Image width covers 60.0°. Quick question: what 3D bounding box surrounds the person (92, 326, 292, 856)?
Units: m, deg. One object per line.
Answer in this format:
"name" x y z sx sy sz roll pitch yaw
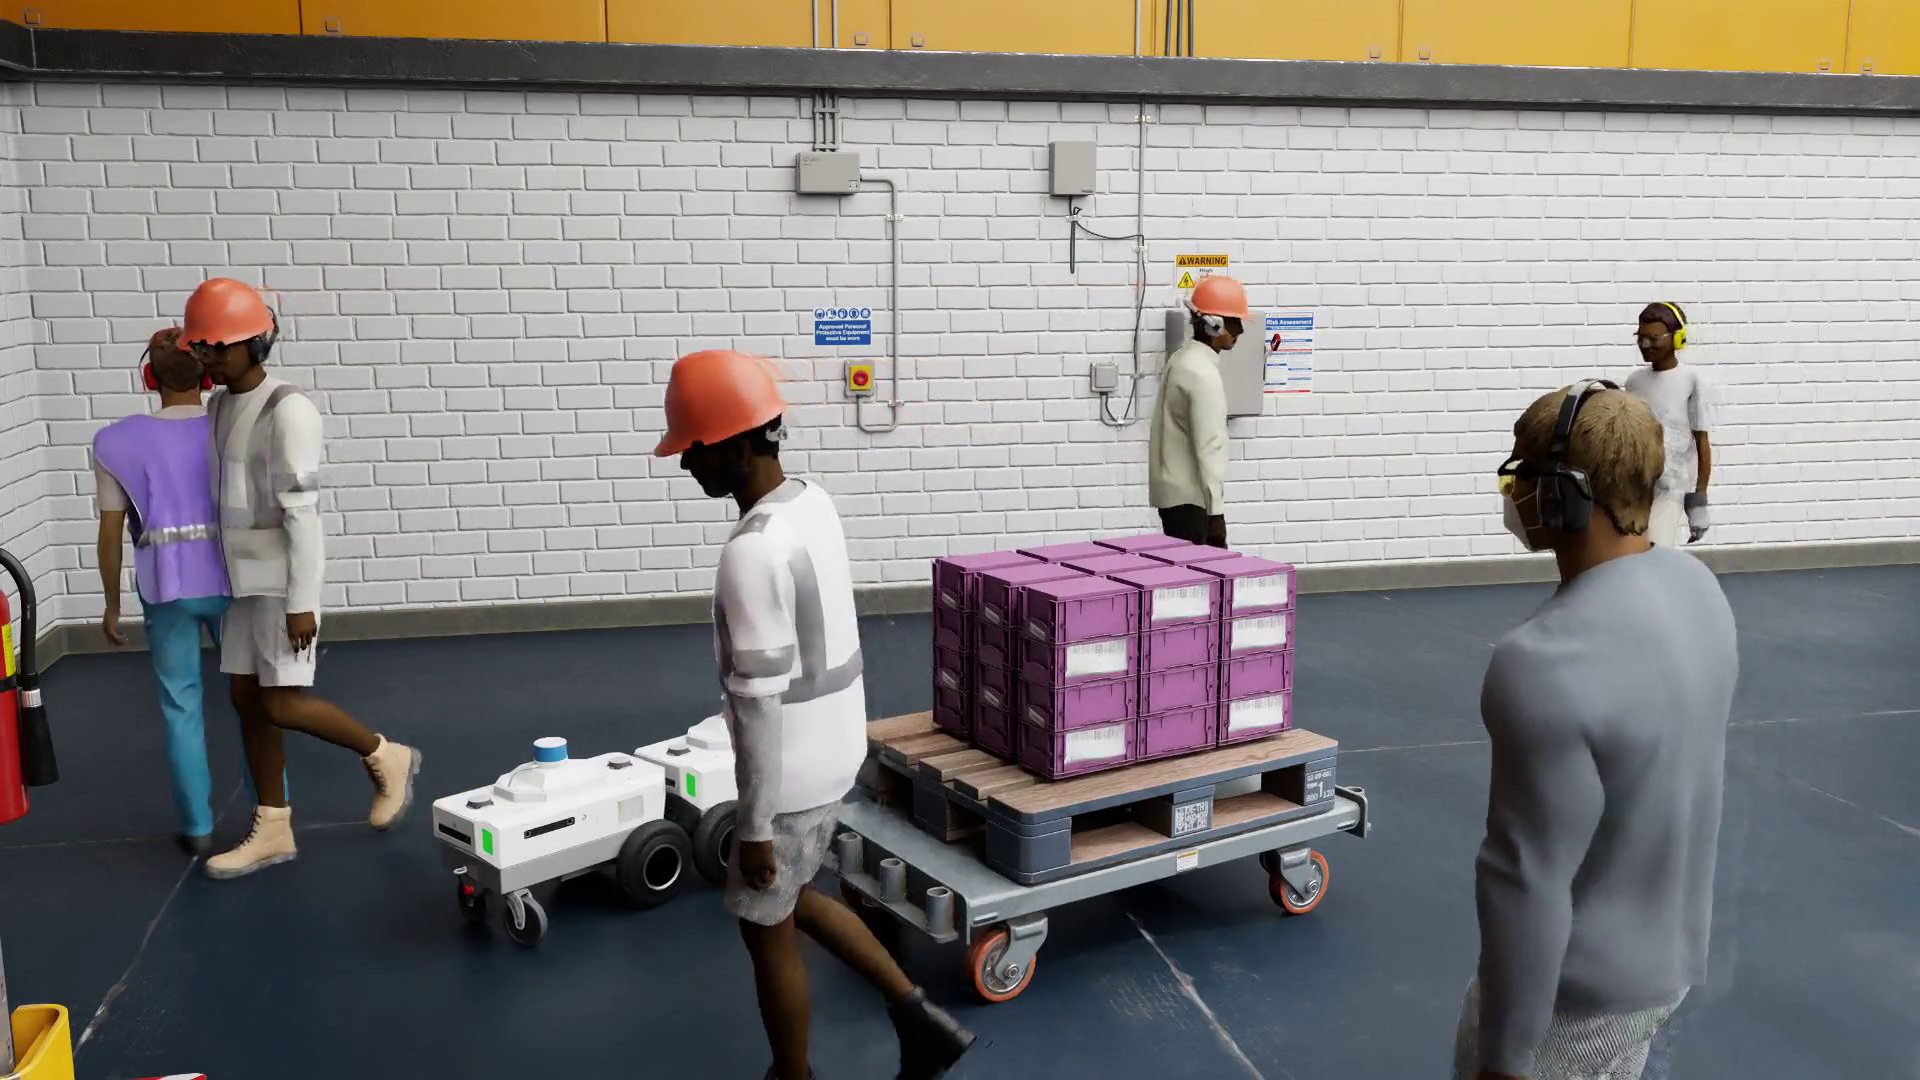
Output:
"person" -2.624 0.194 5.706 0.588 1.843 0.417 -6 12 -29

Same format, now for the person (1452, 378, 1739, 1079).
"person" 1.039 0.705 2.650 0.651 1.925 0.603 -10 14 -43

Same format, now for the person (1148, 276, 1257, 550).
"person" 1.066 -0.192 7.501 0.516 1.963 0.638 0 10 0

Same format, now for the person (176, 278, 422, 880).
"person" -2.279 0.121 5.642 0.615 2.016 0.642 9 13 40

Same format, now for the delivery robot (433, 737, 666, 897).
"delivery robot" -1.290 0.870 5.269 0.477 0.478 0.707 9 14 42

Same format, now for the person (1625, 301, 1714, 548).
"person" 3.324 -0.197 7.850 0.471 1.848 0.545 -4 11 -22

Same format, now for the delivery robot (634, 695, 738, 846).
"delivery robot" -0.775 0.775 5.792 0.477 0.478 0.707 9 13 40

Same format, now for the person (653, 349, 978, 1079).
"person" -0.344 0.512 3.770 0.613 1.908 0.608 2 10 11
